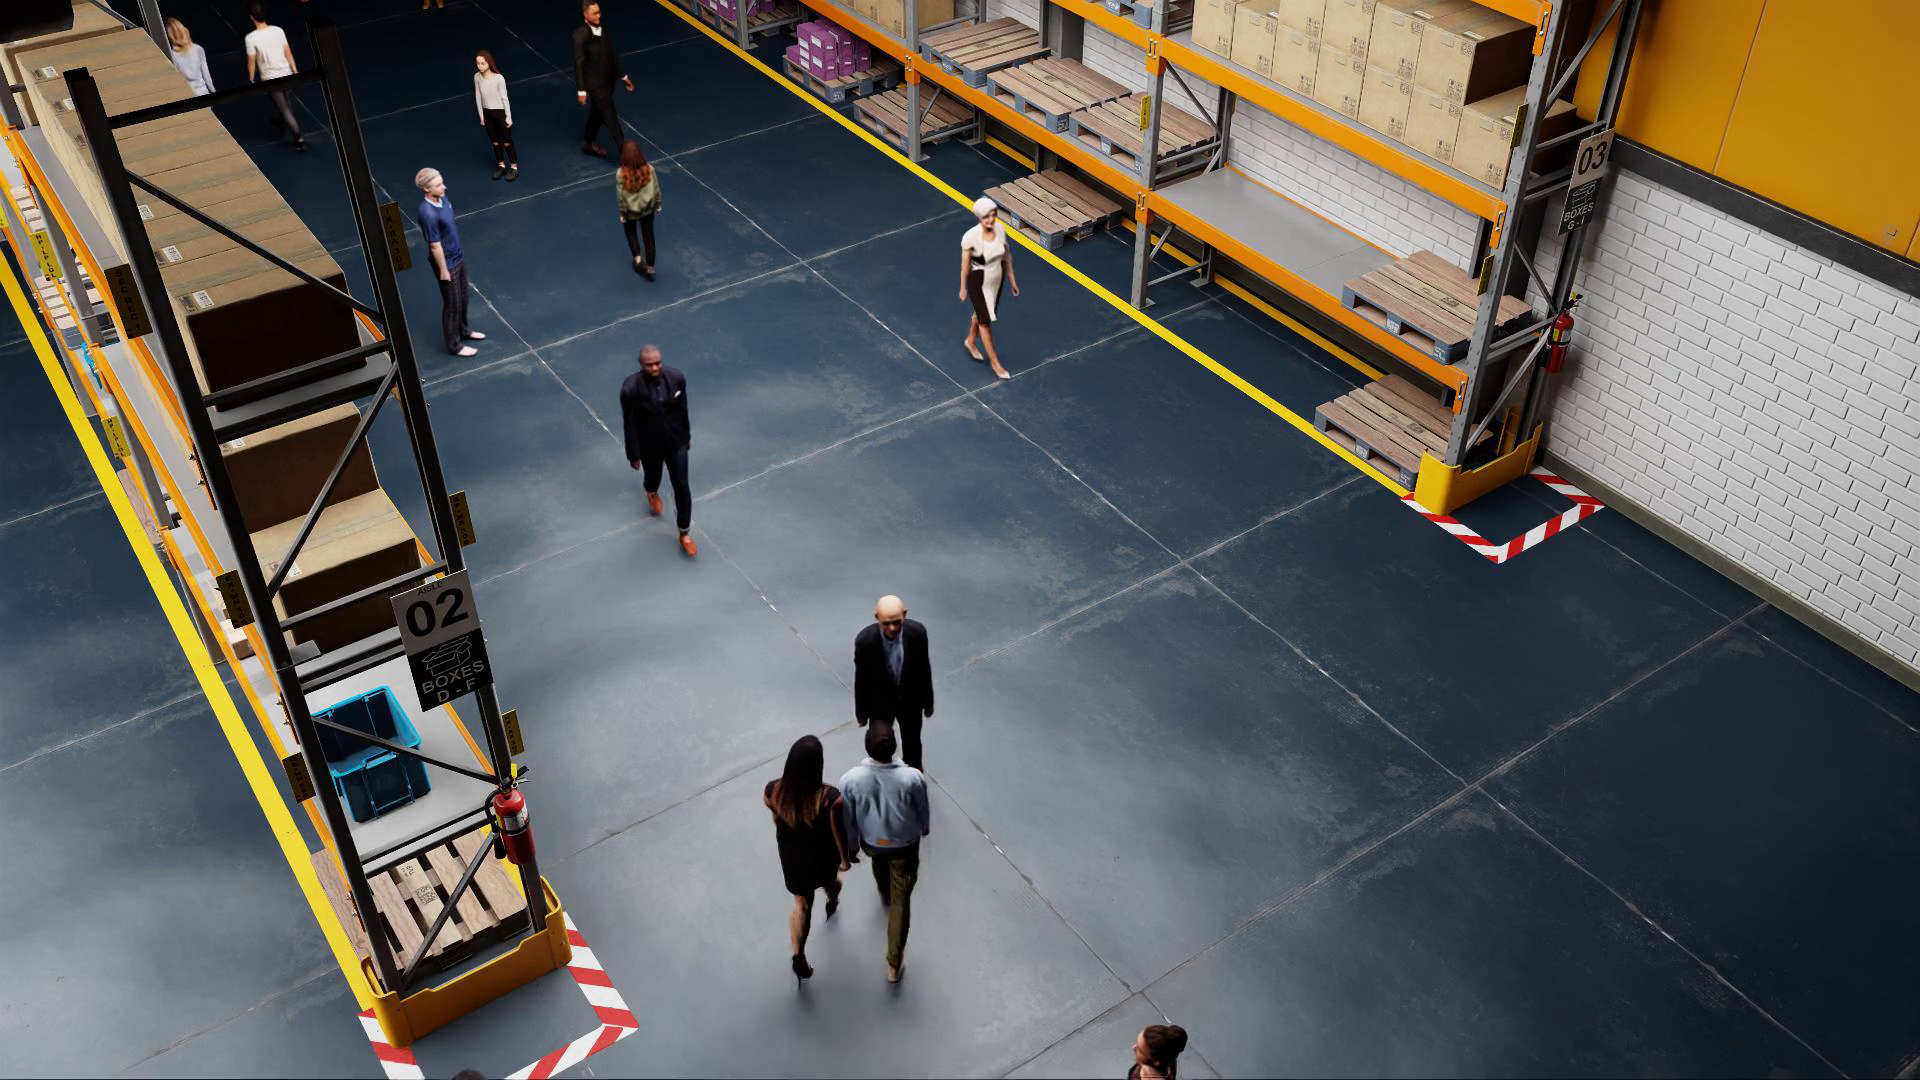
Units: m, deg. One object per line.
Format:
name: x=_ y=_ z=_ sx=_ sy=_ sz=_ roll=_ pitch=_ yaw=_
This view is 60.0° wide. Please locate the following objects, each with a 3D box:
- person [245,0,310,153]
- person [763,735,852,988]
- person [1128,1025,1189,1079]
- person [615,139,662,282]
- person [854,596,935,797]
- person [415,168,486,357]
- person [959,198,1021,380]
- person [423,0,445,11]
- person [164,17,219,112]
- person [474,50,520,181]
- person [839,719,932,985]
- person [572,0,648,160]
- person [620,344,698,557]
person: x=-7.705 y=-5.212 z=18.825 sx=1.099 sy=1.689 sz=0.822 roll=28 pitch=47 yaw=31
person: x=-0.921 y=1.931 z=9.893 sx=1.020 sy=1.672 sz=1.109 roll=5 pitch=39 yaw=7
person: x=1.064 y=3.047 z=8.537 sx=1.064 sy=1.621 sz=1.101 roll=1 pitch=39 yaw=1
person: x=-3.181 y=-3.249 z=16.548 sx=0.692 sy=1.463 sz=0.729 roll=-13 pitch=40 yaw=-16
person: x=-0.428 y=1.043 z=10.905 sx=0.753 sy=1.799 sz=0.720 roll=-9 pitch=39 yaw=-10
person: x=-4.758 y=-2.589 z=15.398 sx=0.792 sy=1.867 sz=0.689 roll=1 pitch=39 yaw=1
person: x=0.178 y=-2.367 z=15.239 sx=0.640 sy=1.719 sz=0.972 roll=-27 pitch=46 yaw=-29
person: x=-7.210 y=-7.806 z=22.425 sx=0.564 sy=1.251 sz=0.584 roll=-9 pitch=40 yaw=-11
person: x=-8.356 y=-4.779 z=18.251 sx=0.709 sy=1.728 sz=1.269 roll=-20 pitch=43 yaw=-23
person: x=-5.110 y=-4.697 z=18.345 sx=0.599 sy=1.483 sz=0.658 roll=6 pitch=39 yaw=8
person: x=-0.417 y=1.854 z=9.911 sx=1.163 sy=1.772 sz=1.257 roll=4 pitch=39 yaw=5
person: x=-4.090 y=-5.101 z=18.555 sx=1.366 sy=1.853 sz=1.089 roll=19 pitch=42 yaw=22
person: x=-2.391 y=-0.790 z=13.208 sx=0.858 sy=1.790 sz=1.205 roll=-15 pitch=41 yaw=-18
